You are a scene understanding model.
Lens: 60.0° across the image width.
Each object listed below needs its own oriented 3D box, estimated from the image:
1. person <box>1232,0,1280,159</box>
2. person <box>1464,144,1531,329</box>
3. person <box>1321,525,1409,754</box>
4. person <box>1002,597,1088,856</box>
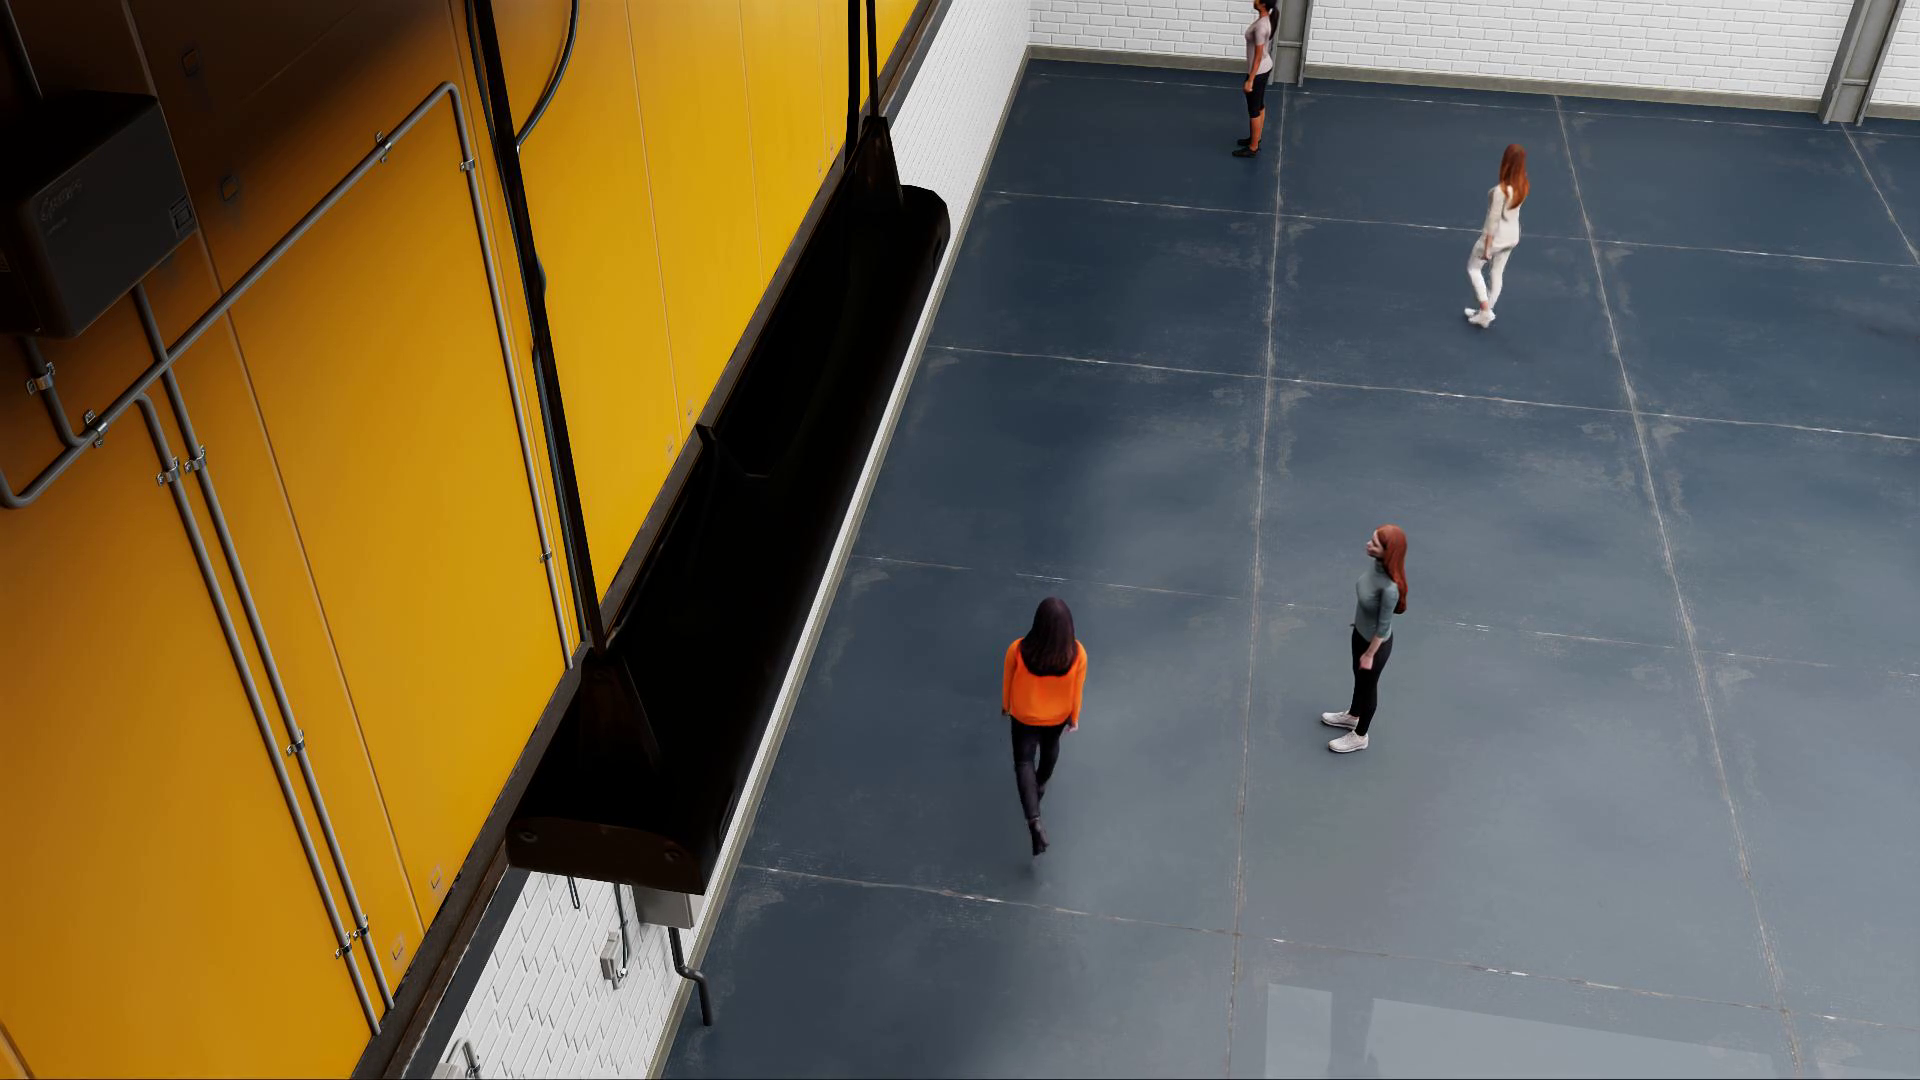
[{"bbox_3d":[3.058,-4.789,17.033,0.592,1.747,0.645,13,40,16],"label":"person"},{"bbox_3d":[4.685,-2.559,14.277,0.726,1.702,0.793,-20,43,-24],"label":"person"},{"bbox_3d":[2.538,0.606,10.281,0.579,1.743,0.602,1,39,2],"label":"person"},{"bbox_3d":[0.481,1.080,9.702,1.080,1.725,0.888,-4,39,-5],"label":"person"}]
